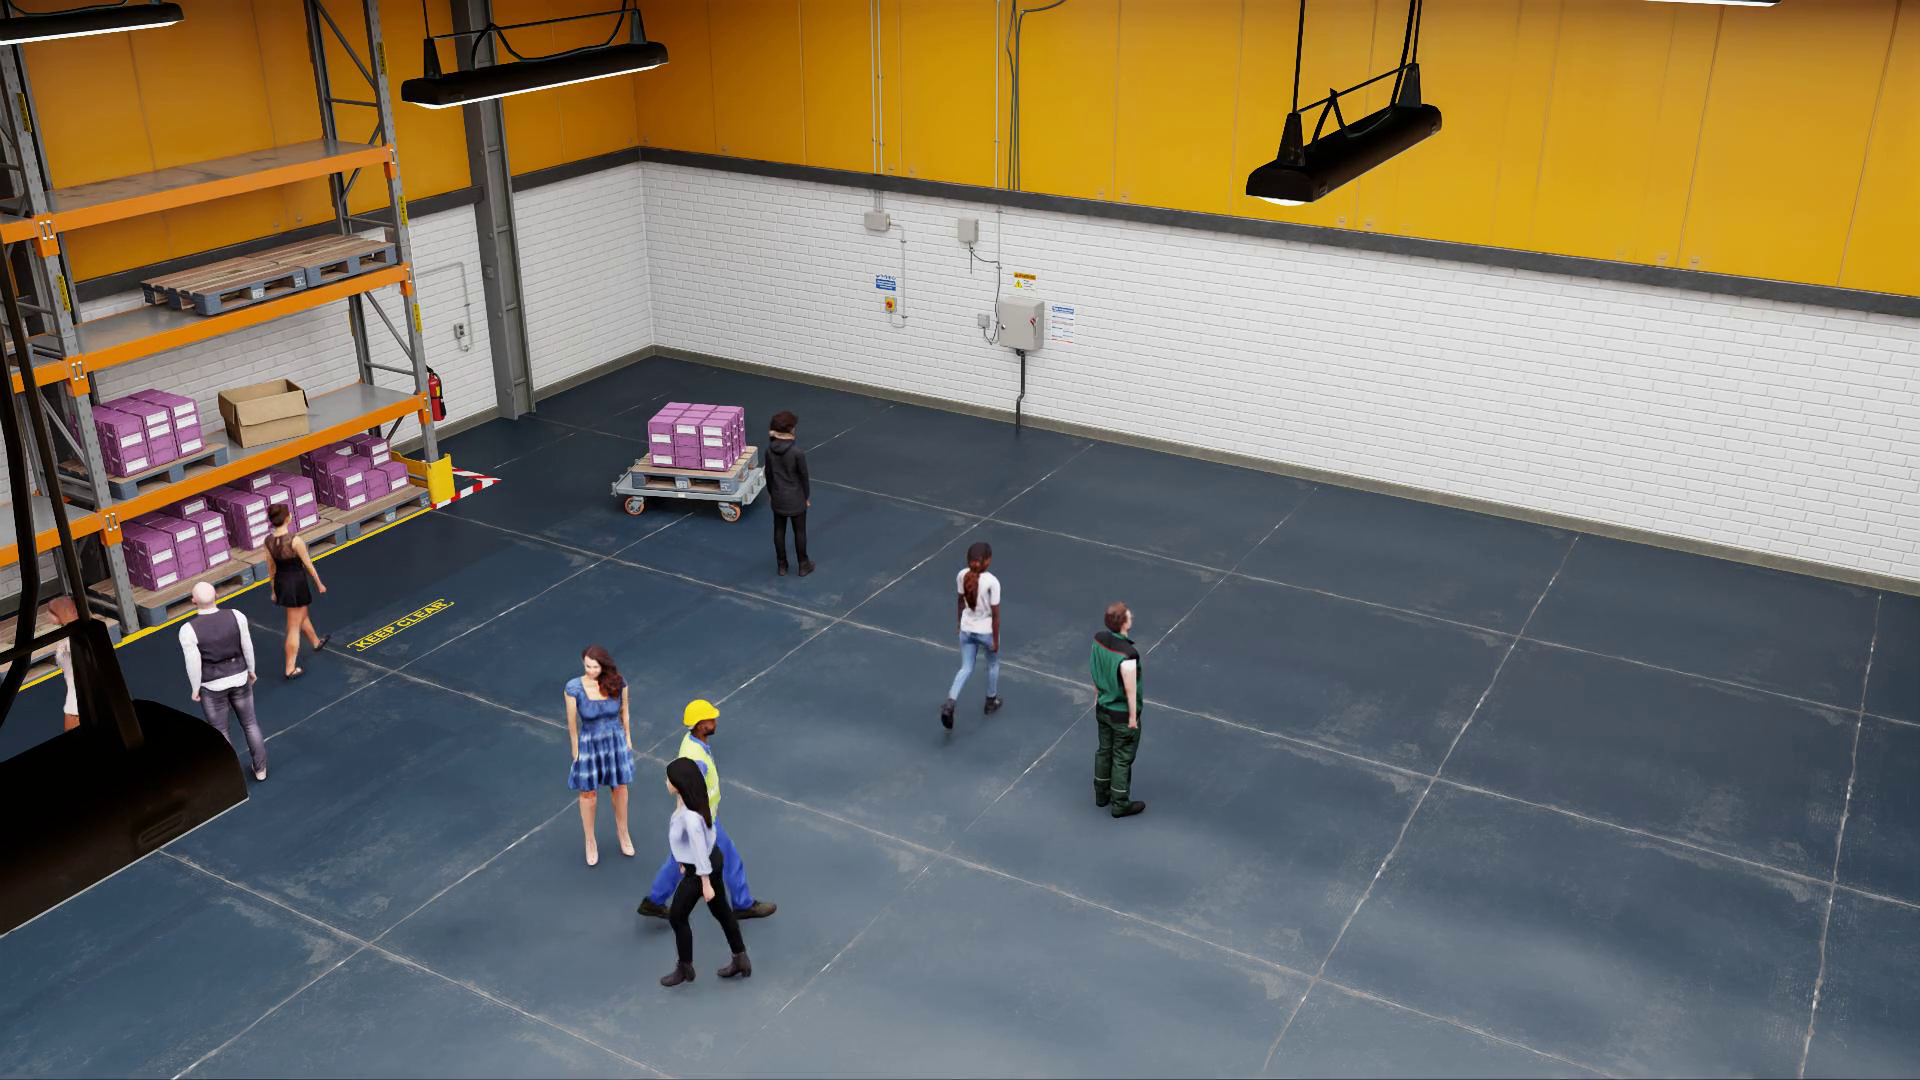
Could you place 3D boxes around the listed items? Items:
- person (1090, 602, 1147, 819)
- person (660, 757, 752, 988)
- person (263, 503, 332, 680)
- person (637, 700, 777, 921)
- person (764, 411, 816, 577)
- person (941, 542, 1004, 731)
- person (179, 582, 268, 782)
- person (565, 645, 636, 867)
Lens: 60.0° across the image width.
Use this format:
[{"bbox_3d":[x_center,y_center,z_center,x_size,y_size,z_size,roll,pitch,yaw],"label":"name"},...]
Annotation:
[{"bbox_3d":[1.243,1.310,13.068,0.738,1.844,0.732,-16,28,-32],"label":"person"},{"bbox_3d":[-1.639,2.237,11.111,0.964,1.712,0.933,-3,24,-6],"label":"person"},{"bbox_3d":[-6.159,0.493,15.183,0.652,1.647,1.001,10,25,21],"label":"person"},{"bbox_3d":[-1.916,1.956,11.686,1.253,1.768,1.206,-5,24,-12],"label":"person"},{"bbox_3d":[-1.776,-0.465,17.214,0.683,1.775,0.678,6,24,14],"label":"person"},{"bbox_3d":[0.111,0.844,14.322,0.595,1.693,1.046,14,27,29],"label":"person"},{"bbox_3d":[-5.936,1.169,13.417,0.633,1.823,0.810,-22,32,-40],"label":"person"},{"bbox_3d":[-2.680,1.597,12.458,0.732,1.807,0.822,-9,25,-20],"label":"person"}]
